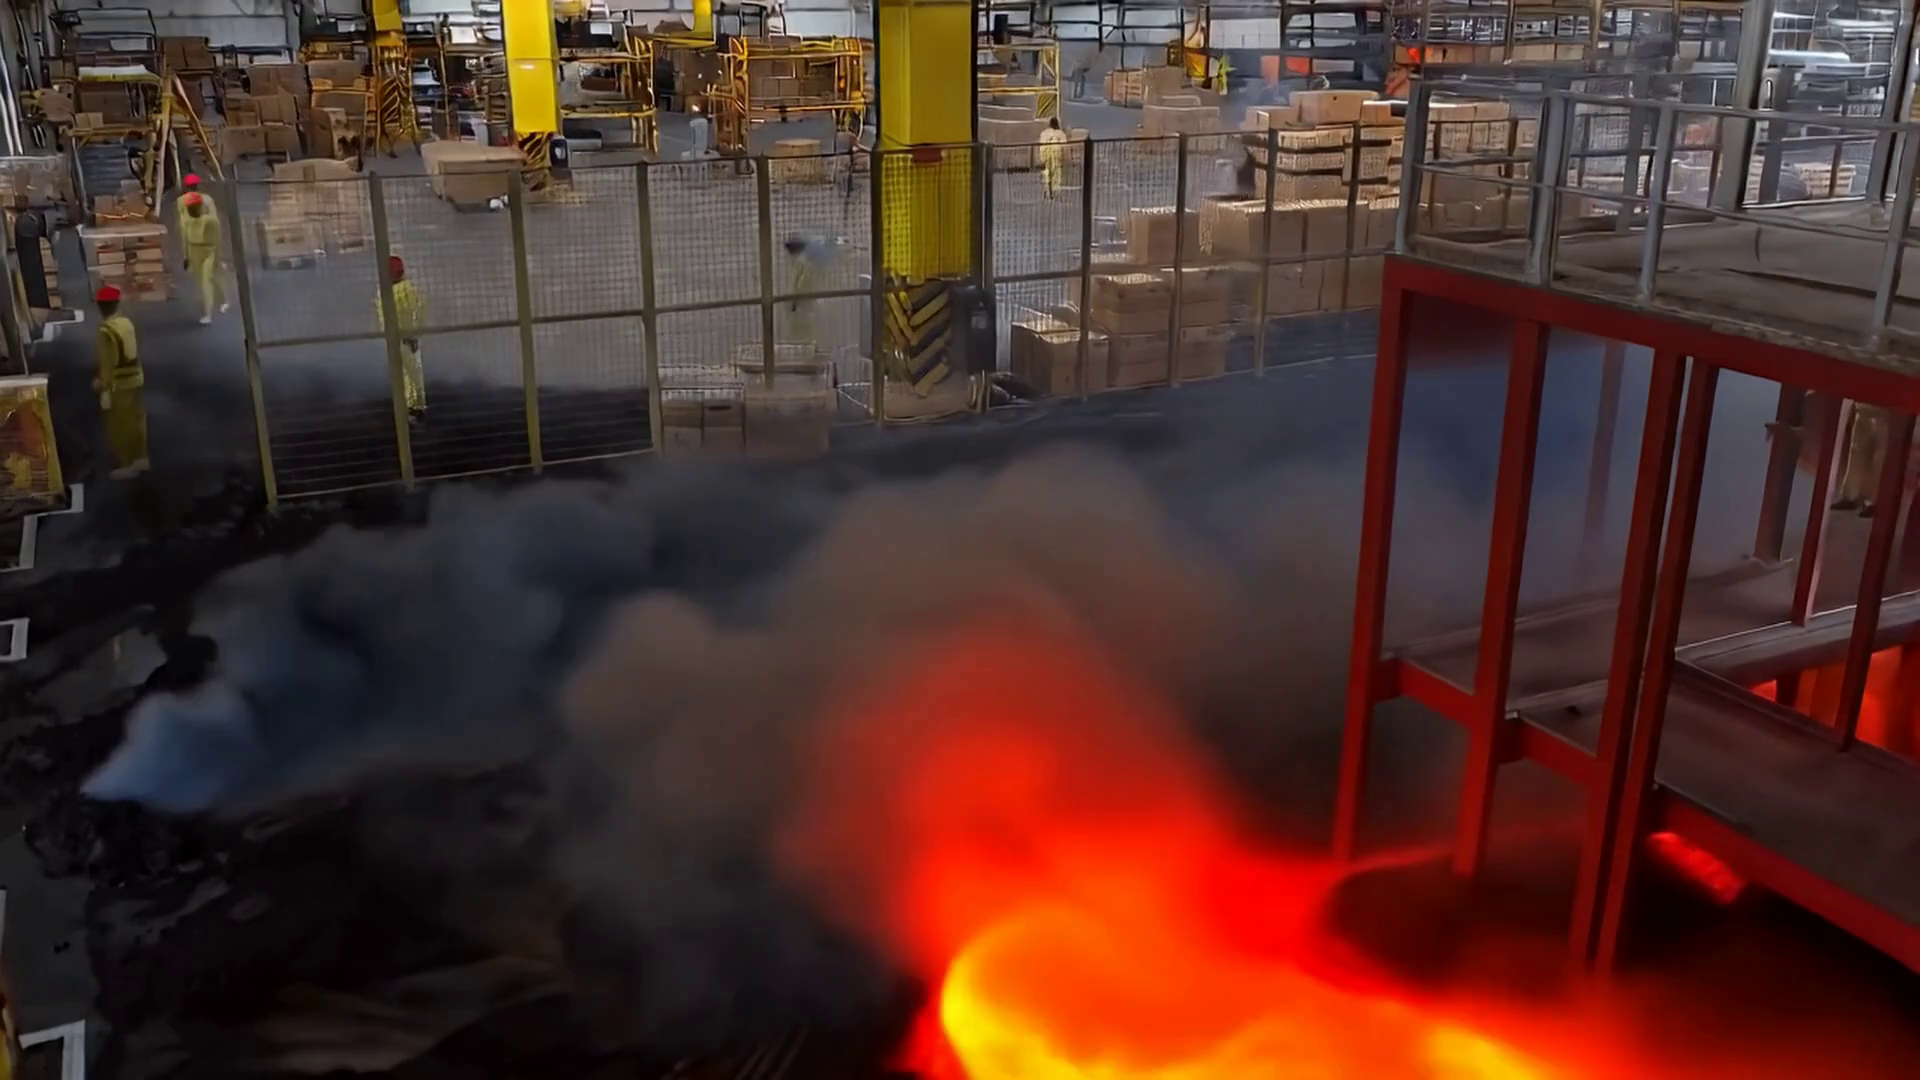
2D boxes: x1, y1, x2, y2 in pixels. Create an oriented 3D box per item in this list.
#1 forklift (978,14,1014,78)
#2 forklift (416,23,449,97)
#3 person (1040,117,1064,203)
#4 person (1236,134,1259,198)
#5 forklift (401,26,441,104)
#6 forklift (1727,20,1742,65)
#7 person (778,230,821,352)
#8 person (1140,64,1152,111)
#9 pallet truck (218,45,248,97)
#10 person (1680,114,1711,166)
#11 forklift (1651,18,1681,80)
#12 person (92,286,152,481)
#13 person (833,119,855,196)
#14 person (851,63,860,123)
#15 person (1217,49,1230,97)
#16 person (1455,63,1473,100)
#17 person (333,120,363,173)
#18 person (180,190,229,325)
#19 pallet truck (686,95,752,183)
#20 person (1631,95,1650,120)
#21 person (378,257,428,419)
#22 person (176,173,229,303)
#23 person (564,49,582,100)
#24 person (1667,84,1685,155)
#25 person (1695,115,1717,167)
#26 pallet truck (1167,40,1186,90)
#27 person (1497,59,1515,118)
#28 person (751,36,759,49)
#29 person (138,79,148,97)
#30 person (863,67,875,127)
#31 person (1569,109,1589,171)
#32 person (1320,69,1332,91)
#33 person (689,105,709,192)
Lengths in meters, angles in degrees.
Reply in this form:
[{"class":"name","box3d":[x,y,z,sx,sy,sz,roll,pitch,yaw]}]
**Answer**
[{"class":"forklift","box3d":[1.833,-22.907,77.074,1.873,2.768,1.129,9,21,24]},{"class":"forklift","box3d":[-21.101,-18.779,65.108,1.129,2.768,1.873,-17,26,-41]},{"class":"person","box3d":[2.023,-8.268,36.207,0.429,1.844,0.627,-14,24,-35]},{"class":"person","box3d":[5.768,-7.164,33.084,0.983,1.789,0.534,16,25,38]},{"class":"forklift","box3d":[-20.470,-17.640,61.806,1.873,2.768,1.129,-9,21,-25]},{"class":"forklift","box3d":[32.048,-20.053,68.800,1.873,2.768,1.129,13,23,34]},{"class":"person","box3d":[-2.183,-3.153,21.596,0.869,1.701,0.496,-14,23,-35]},{"class":"person","box3d":[6.693,-16.240,59.629,0.503,1.624,0.527,-14,24,-36]},{"class":"pallet truck","box3d":[-28.879,-18.665,66.111,0.823,1.965,1.885,-3,19,-9]},{"class":"person","box3d":[16.872,-8.971,38.178,0.569,1.896,0.762,6,20,18]},{"class":"forklift","box3d":[30.771,-21.309,72.440,1.129,2.768,1.873,-10,21,-26]},{"class":"person","box3d":[-8.425,-1.582,16.694,0.401,1.938,0.628,-1,19,-2]},{"class":"person","box3d":[-2.609,-8.620,37.460,0.534,1.692,0.321,8,21,23]},{"class":"person","box3d":[-3.482,-14.690,54.715,0.396,1.919,0.581,2,19,7]},{"class":"person","box3d":[10.448,-18.498,65.863,0.622,1.844,0.429,-10,22,-28]},{"class":"person","box3d":[16.084,-14.327,53.471,0.938,2.000,0.710,6,20,18]},{"class":"person","box3d":[-12.634,-7.710,34.435,0.544,1.943,0.347,-9,21,-23]},{"class":"person","box3d":[-10.935,-4.129,24.124,0.593,1.901,0.817,4,19,12]},{"class":"pallet truck","box3d":[-5.836,-9.608,39.856,0.823,1.965,1.885,10,22,27]},{"class":"person","box3d":[20.160,-12.689,49.363,0.505,1.614,0.680,3,19,8]},{"class":"person","box3d":[-6.352,-2.295,18.893,0.634,1.841,0.429,16,25,39]},{"class":"person","box3d":[-11.679,-4.673,25.651,0.601,1.934,0.984,-5,20,-13]},{"class":"person","box3d":[-15.013,-18.078,64.579,0.647,1.893,1.011,-6,20,-17]},{"class":"person","box3d":[19.521,-11.525,45.598,0.563,1.885,1.012,-12,23,-32]},{"class":"person","box3d":[17.584,-9.211,39.132,0.537,1.716,0.836,-1,19,-3]},{"class":"pallet truck","box3d":[9.045,-19.971,69.895,0.823,1.965,1.885,-3,19,-8]},{"class":"person","box3d":[18.547,-15.340,56.567,1.016,1.949,0.618,-1,19,-2]},{"class":"person","box3d":[-9.689,-22.674,77.926,1.014,1.873,0.571,-10,21,-27]},{"class":"person","box3d":[-25.169,-13.422,51.469,0.519,1.633,0.312,9,21,23]},{"class":"person","box3d":[-2.879,-14.268,53.555,0.355,1.876,0.574,-17,26,-41]},{"class":"person","box3d":[14.372,-9.014,38.405,0.517,1.812,0.982,-17,25,-40]},{"class":"person","box3d":[11.557,-13.913,52.544,1.023,1.862,0.595,14,23,34]},{"class":"person","box3d":[-5.974,-8.942,38.014,0.370,1.940,0.627,8,20,21]}]
